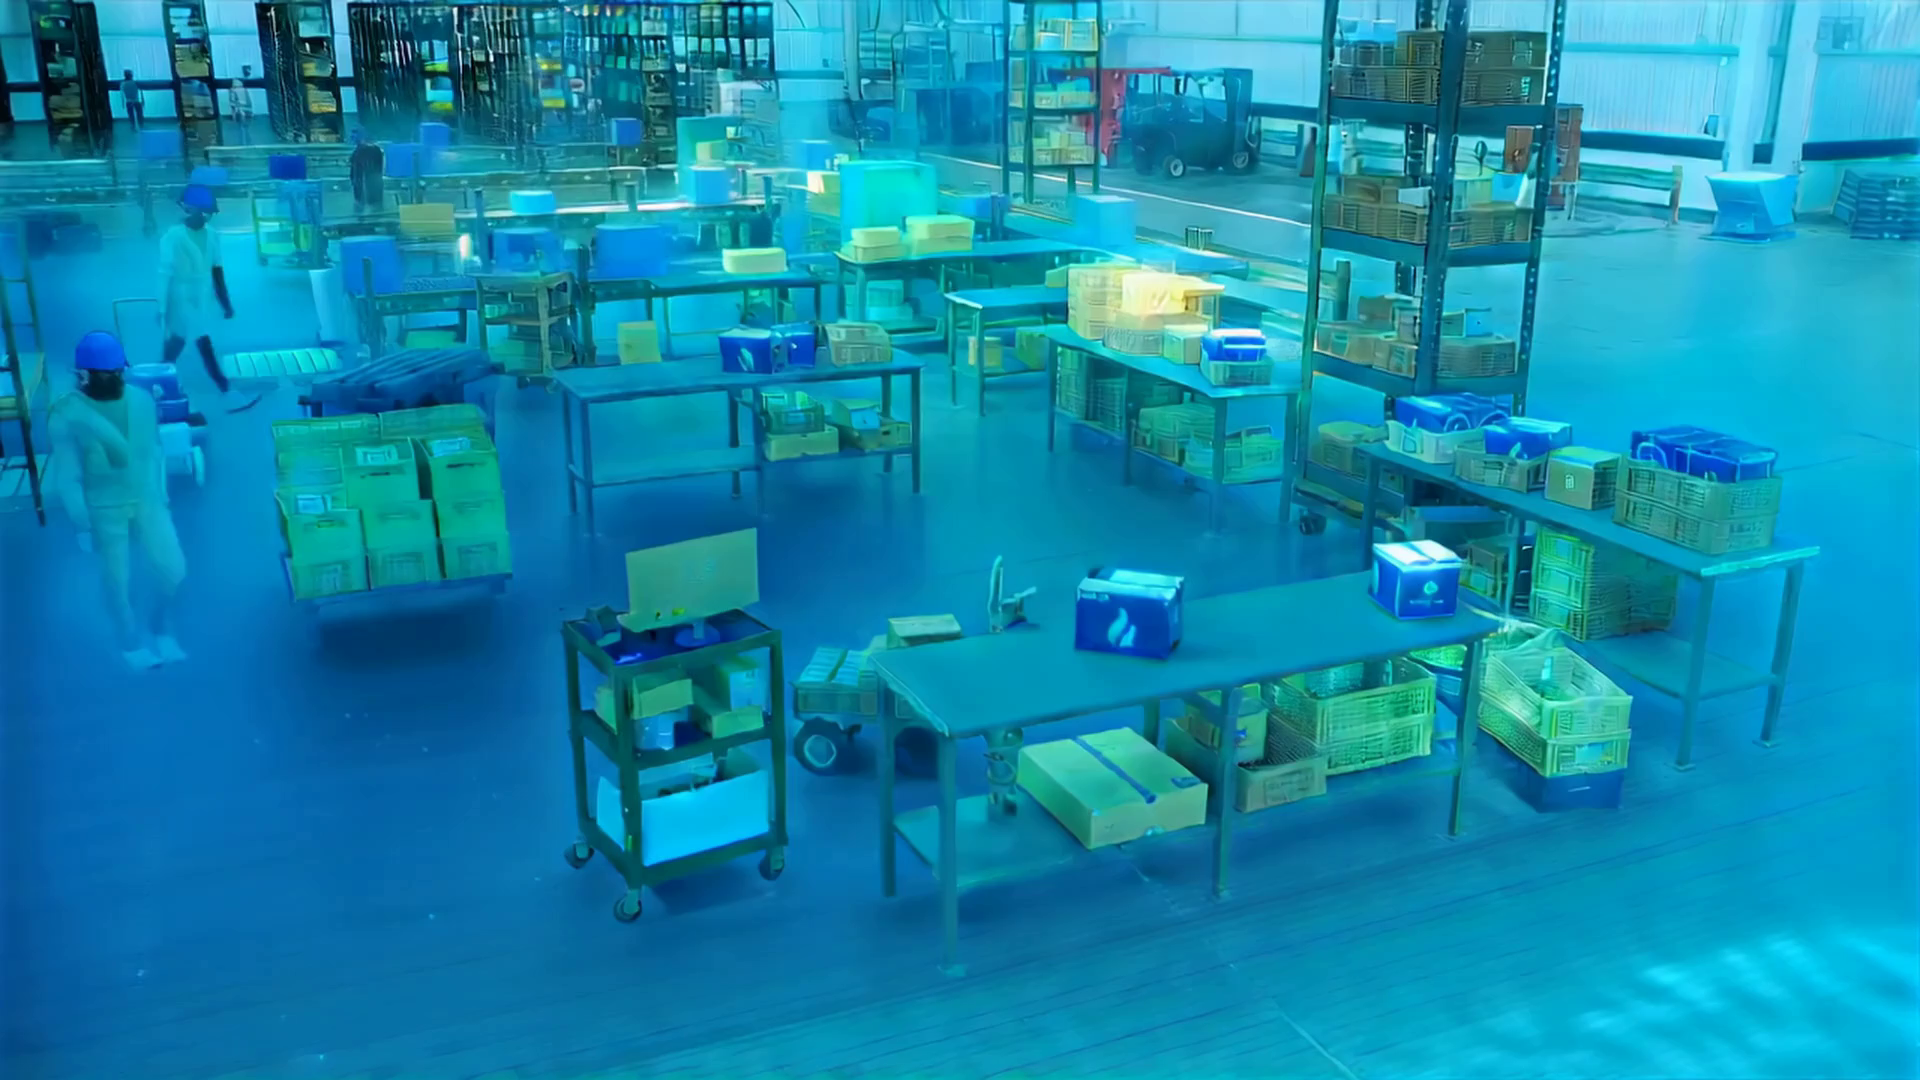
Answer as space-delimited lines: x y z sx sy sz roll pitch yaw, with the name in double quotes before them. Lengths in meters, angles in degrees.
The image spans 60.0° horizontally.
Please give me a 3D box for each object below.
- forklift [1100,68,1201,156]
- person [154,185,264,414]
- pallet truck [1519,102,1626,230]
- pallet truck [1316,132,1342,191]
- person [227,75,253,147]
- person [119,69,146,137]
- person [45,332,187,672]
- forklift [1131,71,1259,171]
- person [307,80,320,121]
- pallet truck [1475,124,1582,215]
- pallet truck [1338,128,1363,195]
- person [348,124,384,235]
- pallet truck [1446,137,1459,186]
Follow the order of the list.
"forklift" 4.082 -9.564 37.410 2.680 1.987 1.157 -8 19 -23
"person" -6.613 -2.055 14.312 1.172 1.949 0.602 2 18 6
"pallet truck" 9.972 -6.037 26.785 1.885 1.965 0.823 -9 20 -25
"pallet truck" 7.723 -7.504 32.656 1.601 1.201 0.680 -8 19 -23
"person" -18.303 -10.894 42.351 0.404 1.831 0.600 16 23 40
"person" -23.024 -12.163 46.327 0.567 1.846 0.389 -8 19 -24
"person" -4.334 -0.179 8.621 0.458 1.817 0.625 10 20 29
"forklift" 4.998 -8.936 35.413 2.680 1.987 1.157 -9 20 -25
"person" -18.096 -12.312 46.587 0.641 1.984 0.430 16 24 41
"pallet truck" 9.707 -6.455 28.103 1.885 1.965 0.823 -7 19 -20
"pallet truck" 7.845 -7.140 31.411 1.522 1.261 0.704 -9 20 -25
"person" -8.145 -4.728 22.817 0.399 1.904 0.644 4 18 11
"pallet truck" 9.184 -6.485 29.328 1.630 1.274 0.653 -8 19 -23
